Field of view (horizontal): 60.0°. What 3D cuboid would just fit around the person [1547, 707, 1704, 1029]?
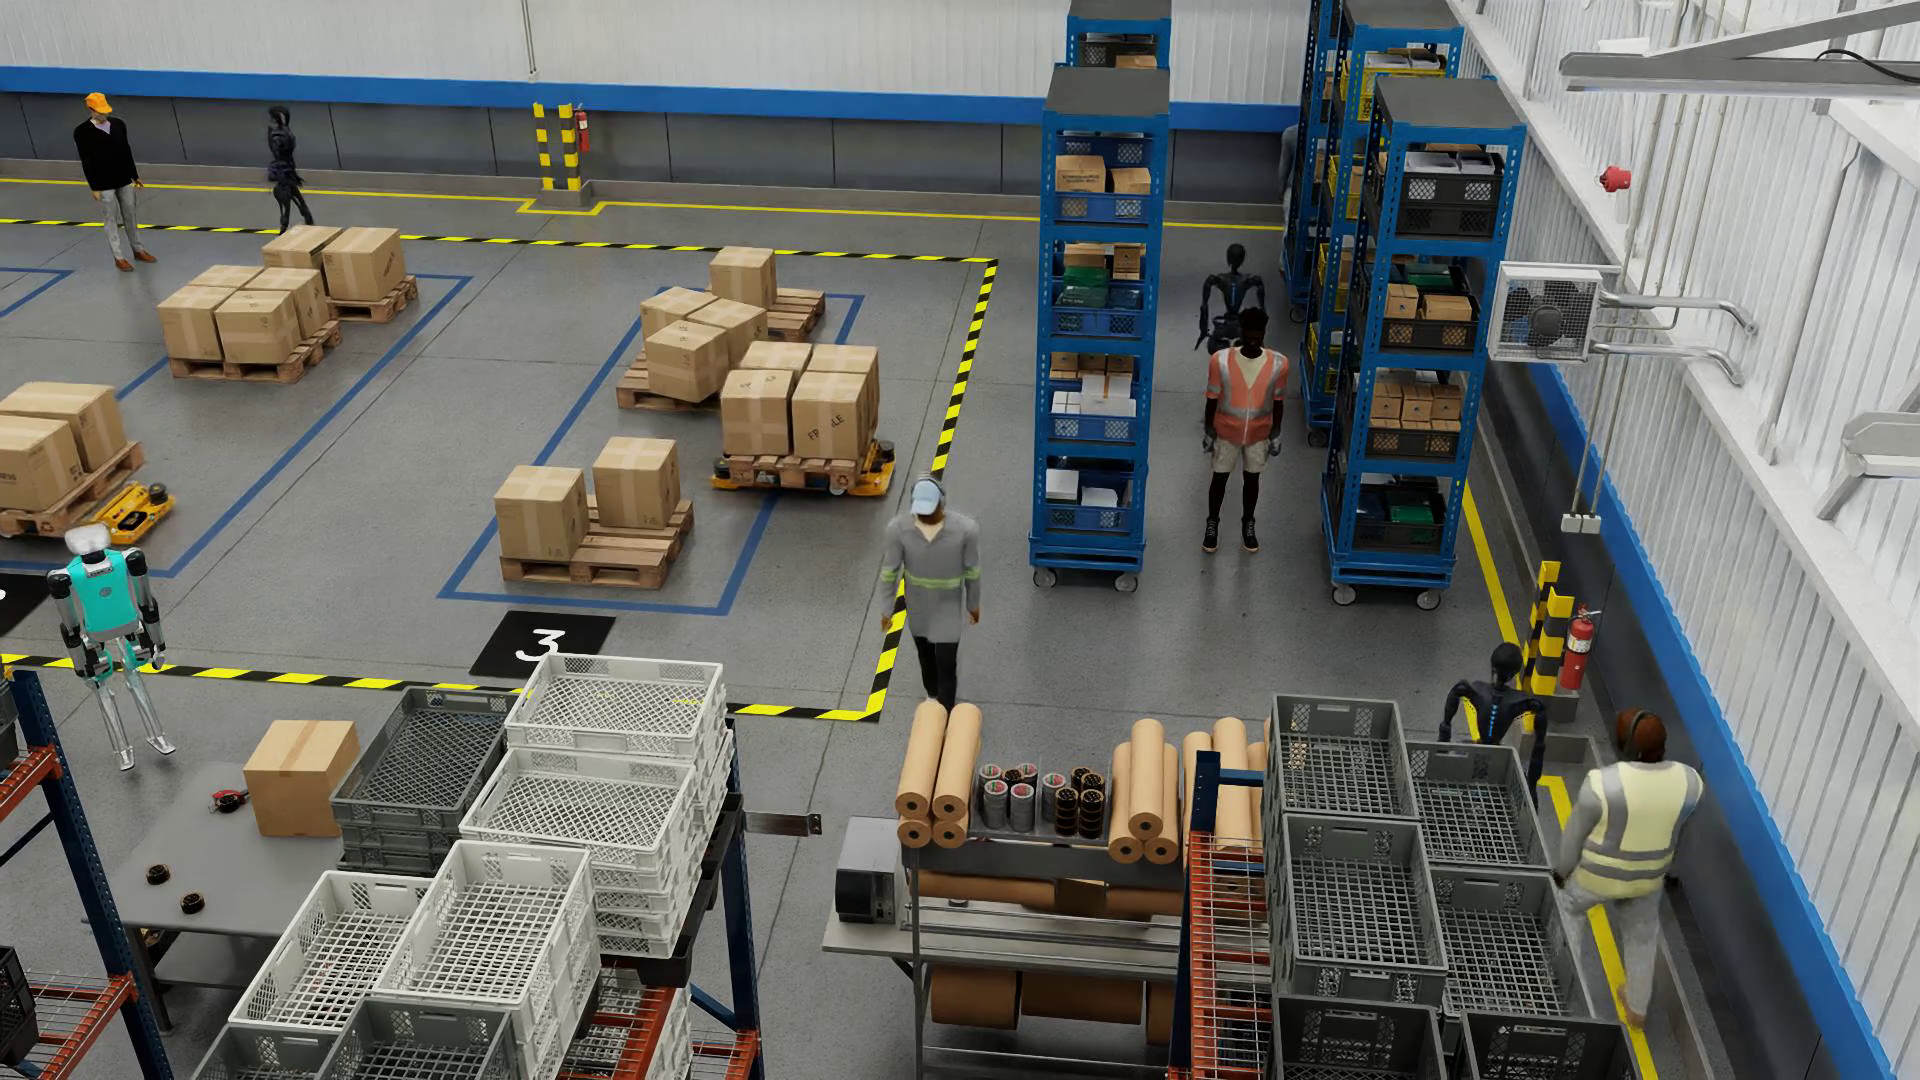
[{"bbox_3d":[3.289,1.658,8.296,0.684,1.814,0.503,-3,30,-6],"label":"person"}]

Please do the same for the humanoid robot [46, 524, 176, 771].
[{"bbox_3d":[-5.152,0.582,10.084,0.533,1.673,0.735,-22,37,-32],"label":"humanoid robot"}]

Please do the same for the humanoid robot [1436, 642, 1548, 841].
[{"bbox_3d":[2.868,1.277,9.079,0.609,1.642,0.356,12,32,19],"label":"humanoid robot"}]

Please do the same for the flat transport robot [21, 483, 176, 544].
[{"bbox_3d":[-7.033,-0.253,13.079,1.431,0.197,0.652,3,30,6],"label":"flat transport robot"}]

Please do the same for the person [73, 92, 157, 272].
[{"bbox_3d":[-8.946,-3.798,17.597,0.382,1.879,0.585,17,34,26],"label":"person"}]

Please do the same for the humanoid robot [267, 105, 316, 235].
[{"bbox_3d":[-7.240,-3.896,17.988,0.671,1.628,0.614,-3,30,-6],"label":"humanoid robot"}]

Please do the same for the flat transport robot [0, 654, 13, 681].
[{"bbox_3d":[-7.142,0.969,11.010,1.431,0.231,0.659,3,30,6],"label":"flat transport robot"}]

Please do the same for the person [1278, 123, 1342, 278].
[{"bbox_3d":[3.615,-3.659,17.316,0.620,1.932,0.382,2,30,4],"label":"person"}]

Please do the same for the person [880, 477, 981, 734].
[{"bbox_3d":[-0.201,0.449,10.352,0.616,1.822,0.776,5,31,9],"label":"person"}]

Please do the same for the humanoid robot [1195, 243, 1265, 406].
[{"bbox_3d":[2.329,-1.745,14.295,0.600,1.646,0.423,5,31,8],"label":"humanoid robot"}]

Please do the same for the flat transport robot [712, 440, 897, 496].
[{"bbox_3d":[-1.278,-0.635,13.736,1.431,0.197,0.652,3,30,6],"label":"flat transport robot"}]

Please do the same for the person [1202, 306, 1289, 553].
[{"bbox_3d":[2.105,-0.814,12.385,0.602,1.965,0.368,1,30,2],"label":"person"}]
